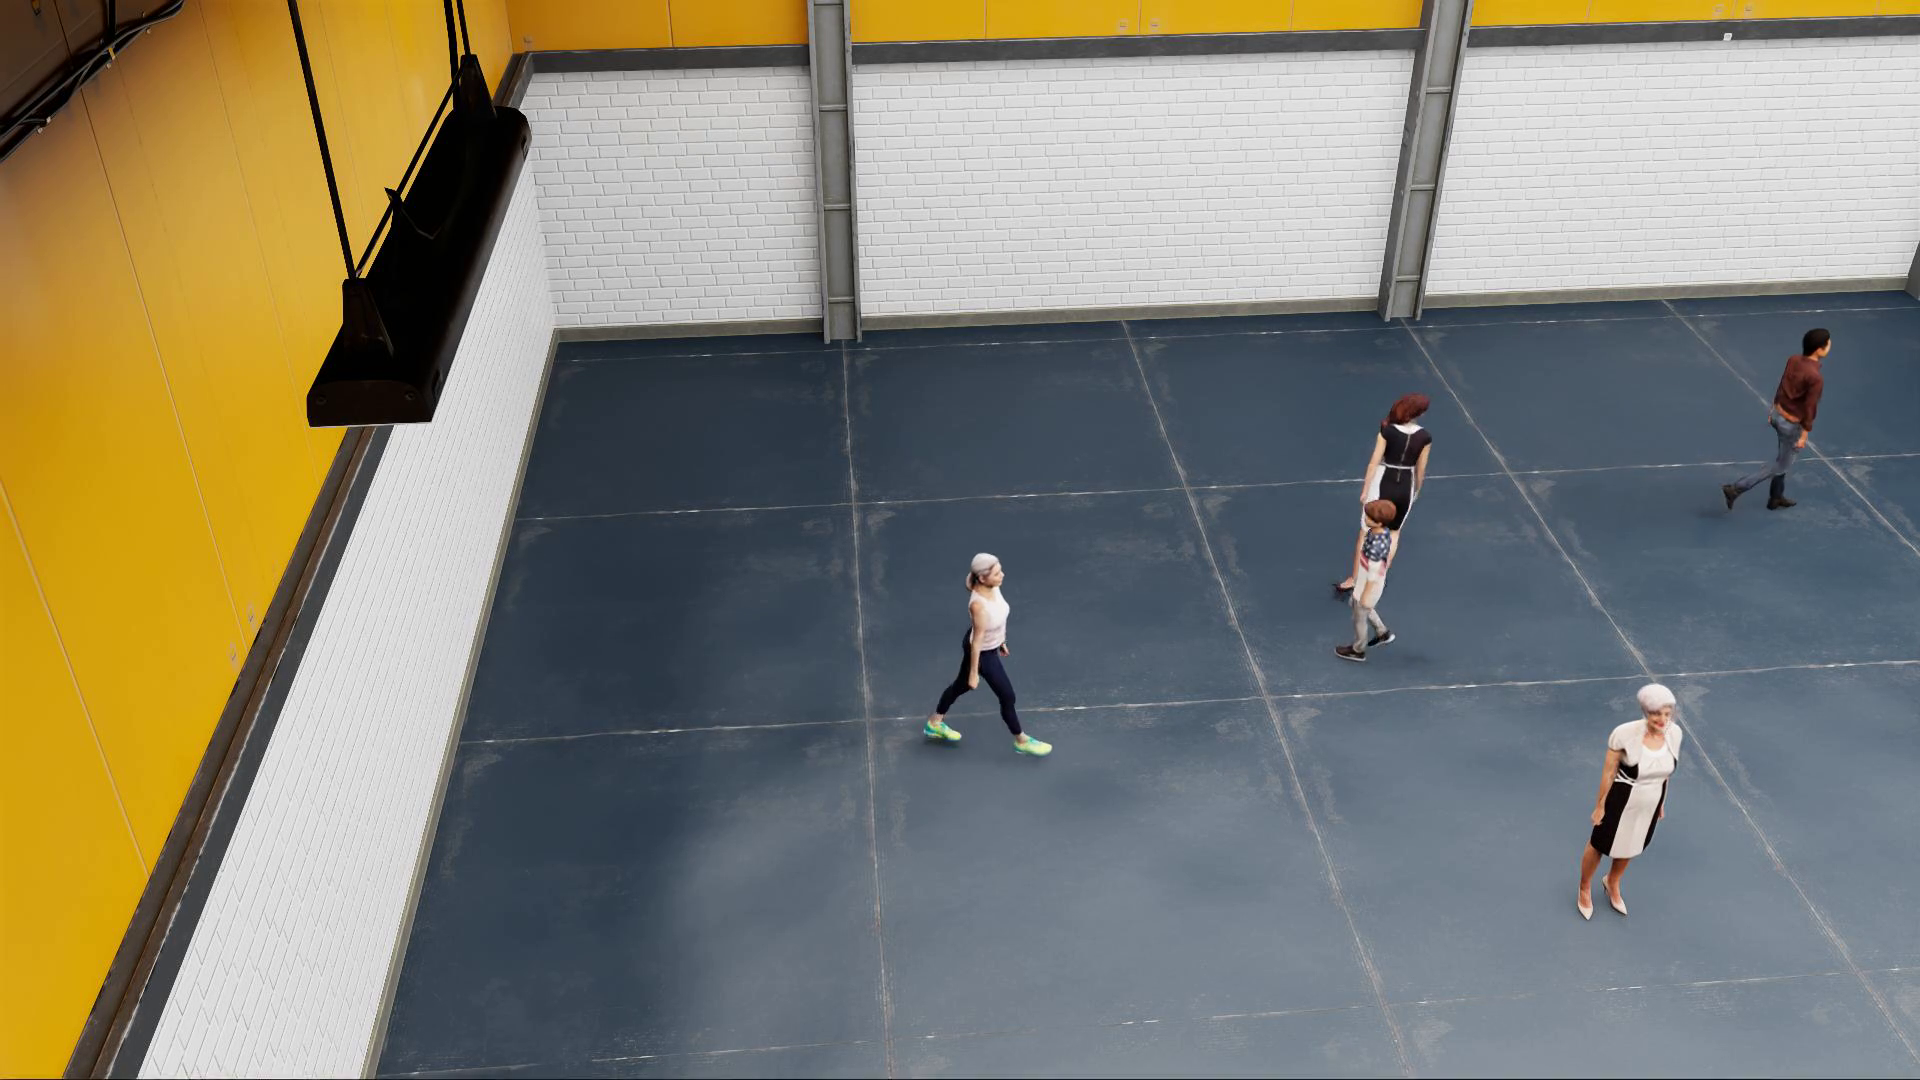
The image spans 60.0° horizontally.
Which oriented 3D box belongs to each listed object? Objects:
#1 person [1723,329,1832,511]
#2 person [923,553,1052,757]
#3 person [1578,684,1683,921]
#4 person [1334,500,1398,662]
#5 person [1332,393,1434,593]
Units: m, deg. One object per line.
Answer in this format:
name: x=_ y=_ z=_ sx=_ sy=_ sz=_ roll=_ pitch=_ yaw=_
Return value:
person: x=6.998 y=-0.982 z=14.186 sx=0.991 sy=1.762 sz=0.648 roll=-3 pitch=34 yaw=-5
person: x=0.069 y=0.804 z=11.597 sx=1.223 sy=1.652 sz=0.819 roll=6 pitch=34 yaw=9
person: x=4.136 y=1.614 z=10.285 sx=0.474 sy=1.756 sz=0.687 roll=-5 pitch=34 yaw=-7
person: x=3.153 y=0.311 z=12.541 sx=0.745 sy=1.430 sz=0.659 roll=11 pitch=35 yaw=16
person: x=3.376 y=-0.322 z=13.191 sx=0.554 sy=1.764 sz=0.857 roll=-5 pitch=34 yaw=-7
